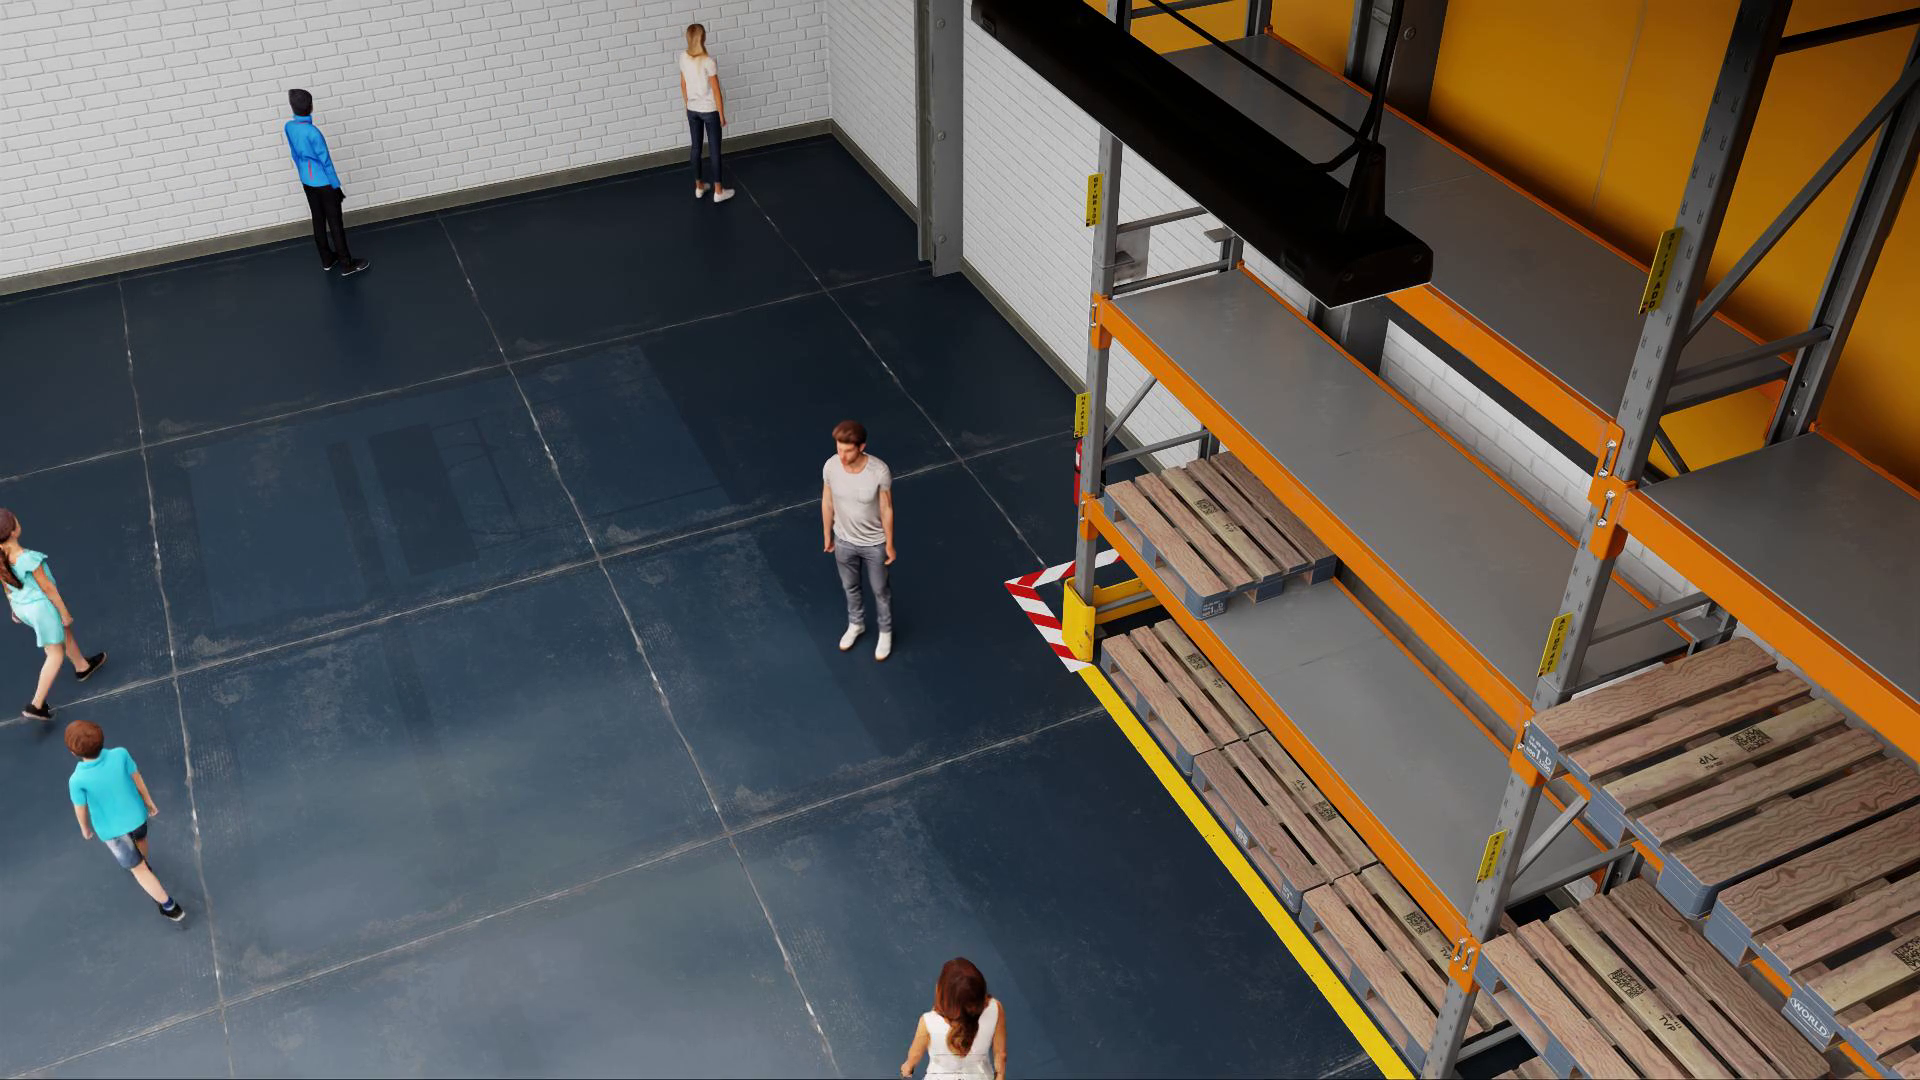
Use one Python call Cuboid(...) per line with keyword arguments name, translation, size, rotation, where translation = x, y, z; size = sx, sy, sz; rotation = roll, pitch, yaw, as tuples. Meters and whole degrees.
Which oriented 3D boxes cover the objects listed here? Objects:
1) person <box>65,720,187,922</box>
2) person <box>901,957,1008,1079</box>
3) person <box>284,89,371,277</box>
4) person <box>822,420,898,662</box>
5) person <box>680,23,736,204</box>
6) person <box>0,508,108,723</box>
Cuboid(name="person", translation=(-4.764, 1.616, 9.505), size=(1.015, 1.418, 0.830), rotation=(24, 45, 27))
Cuboid(name="person", translation=(0.026, 2.666, 7.910), size=(0.620, 1.768, 0.752), rotation=(-13, 41, -16))
Cuboid(name="person", translation=(-5.929, -3.302, 15.355), size=(0.665, 1.802, 0.757), rotation=(20, 43, 23))
Cuboid(name="person", translation=(-0.659, -0.031, 11.192), size=(0.761, 1.886, 0.800), rotation=(9, 40, 11))
Cuboid(name="person", translation=(-2.556, -4.250, 16.538), size=(0.634, 1.808, 0.734), rotation=(19, 42, 22))
Cuboid(name="person", translation=(-6.040, 0.495, 10.815), size=(0.966, 1.535, 1.053), rotation=(11, 40, 14))
